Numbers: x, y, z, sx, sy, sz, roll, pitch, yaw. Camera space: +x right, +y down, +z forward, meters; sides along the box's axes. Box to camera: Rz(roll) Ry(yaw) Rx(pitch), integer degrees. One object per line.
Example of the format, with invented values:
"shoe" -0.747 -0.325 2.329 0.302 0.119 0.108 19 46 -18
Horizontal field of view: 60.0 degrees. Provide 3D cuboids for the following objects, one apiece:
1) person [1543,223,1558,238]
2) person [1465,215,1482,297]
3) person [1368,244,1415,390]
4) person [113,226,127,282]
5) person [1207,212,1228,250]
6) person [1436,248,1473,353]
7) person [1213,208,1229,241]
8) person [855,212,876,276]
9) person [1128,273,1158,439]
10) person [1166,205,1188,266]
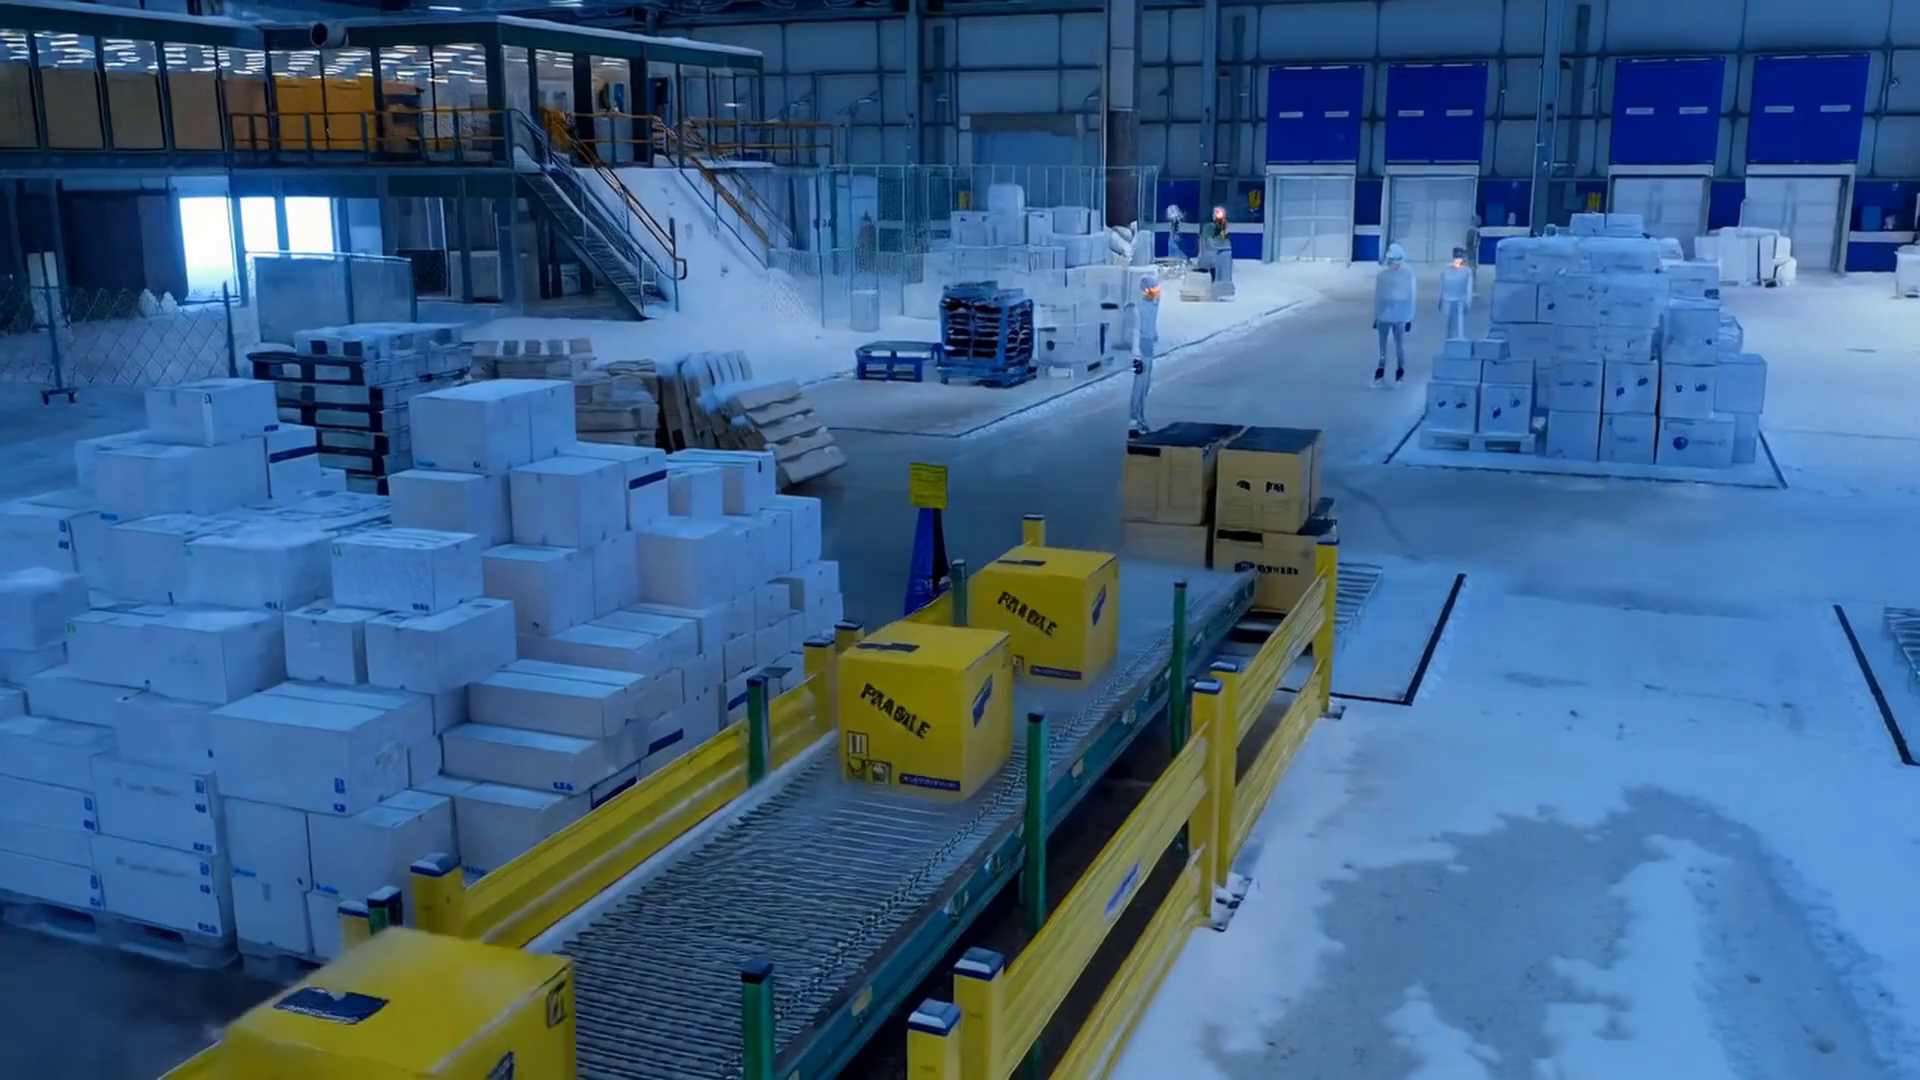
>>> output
"person" 13.274 -6.182 37.326 0.721 1.824 0.632 6 14 27
"person" 12.259 -6.782 39.738 0.372 1.940 0.627 0 13 1
"person" 5.962 -3.070 22.956 0.385 1.993 0.623 -11 17 -41
"person" -22.740 -7.962 45.134 0.655 1.889 0.681 -2 13 -7
"person" 7.097 -8.135 46.002 0.576 1.866 0.981 3 13 12
"person" 8.119 -3.913 27.322 0.546 1.743 0.703 5 14 22
"person" 7.691 -8.875 49.241 0.600 1.897 1.019 -5 14 -23
"person" -2.657 -8.403 47.302 0.633 1.820 0.794 -1 13 -3
"person" 2.092 -2.080 18.802 0.336 1.873 0.521 6 14 24
"person" 6.693 -9.432 51.714 0.723 1.908 0.550 7 15 30
